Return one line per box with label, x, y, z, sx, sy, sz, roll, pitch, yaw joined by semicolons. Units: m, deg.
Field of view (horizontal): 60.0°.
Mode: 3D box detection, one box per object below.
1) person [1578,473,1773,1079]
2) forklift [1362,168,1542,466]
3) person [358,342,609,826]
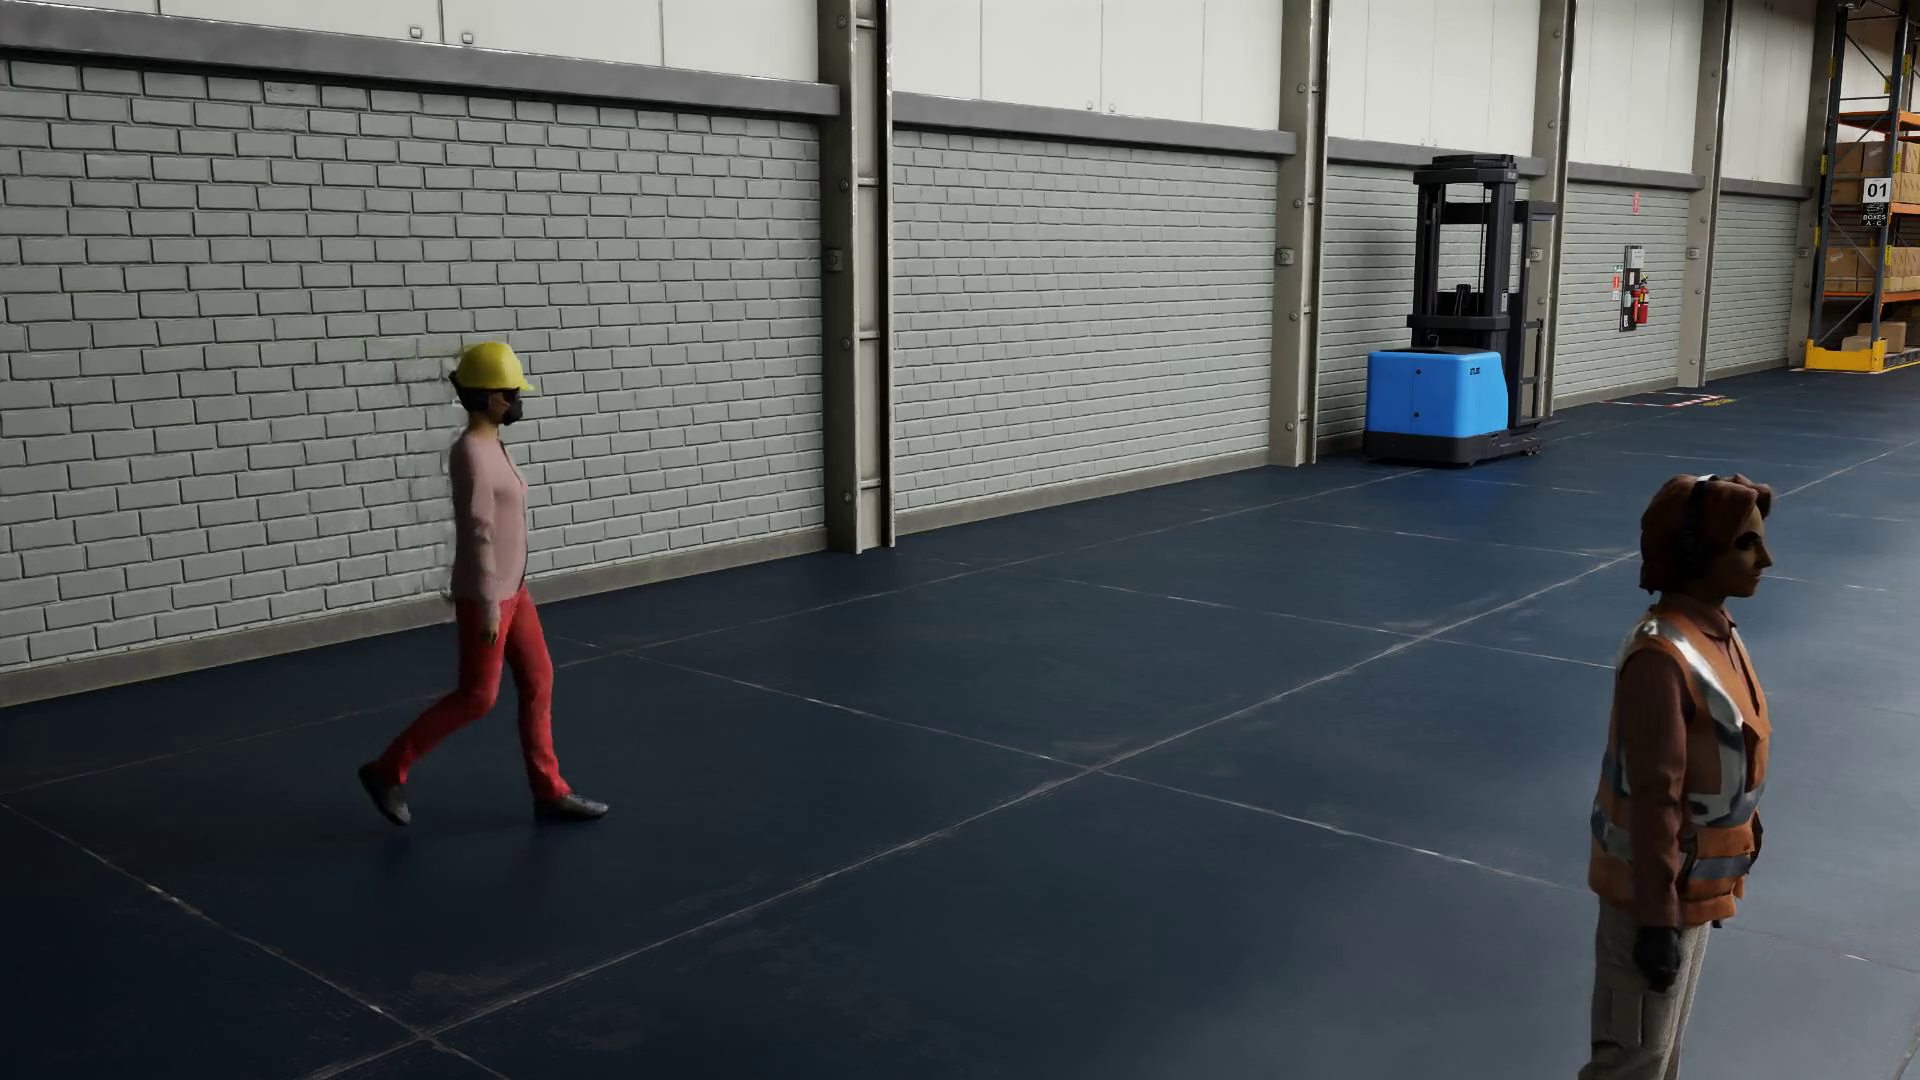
person;1.369;0.683;3.204;0.311;1.642;0.512;6;12;32
forklift;4.875;-2.212;16.287;1.129;2.768;1.873;8;13;40
person;-1.705;0.172;5.843;0.791;1.738;0.533;-1;10;-5
